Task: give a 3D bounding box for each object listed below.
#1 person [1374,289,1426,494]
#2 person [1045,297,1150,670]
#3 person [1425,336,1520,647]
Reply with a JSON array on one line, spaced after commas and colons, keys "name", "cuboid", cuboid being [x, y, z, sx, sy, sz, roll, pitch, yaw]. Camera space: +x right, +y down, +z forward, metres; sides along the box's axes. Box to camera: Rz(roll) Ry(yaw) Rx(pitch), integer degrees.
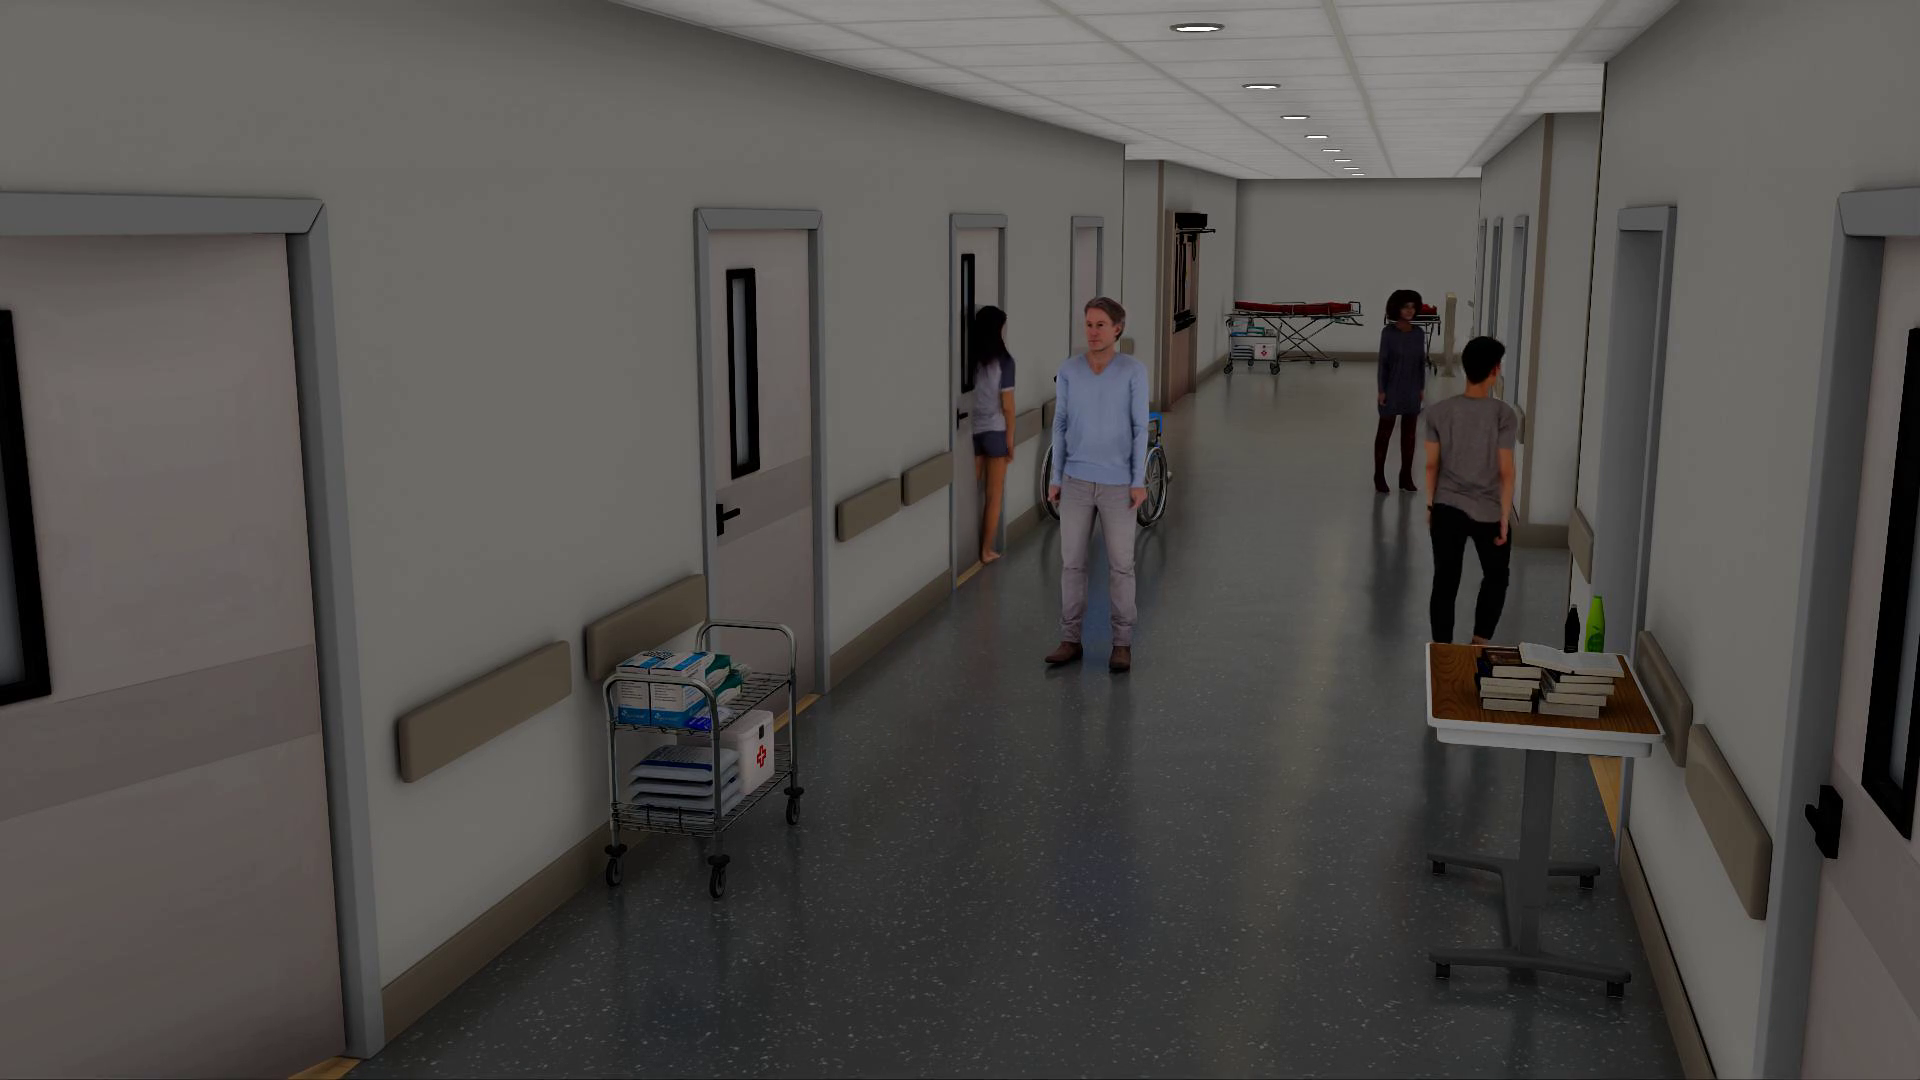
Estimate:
[{"name": "person", "cuboid": [3.721, -1.260, 14.083, 0.650, 1.706, 0.642, -2, 11, -11]}, {"name": "person", "cuboid": [0.709, -0.292, 8.482, 0.675, 1.894, 0.583, 4, 11, 19]}, {"name": "person", "cuboid": [2.451, -0.122, 8.100, 0.709, 1.702, 0.751, 6, 12, 30]}]
